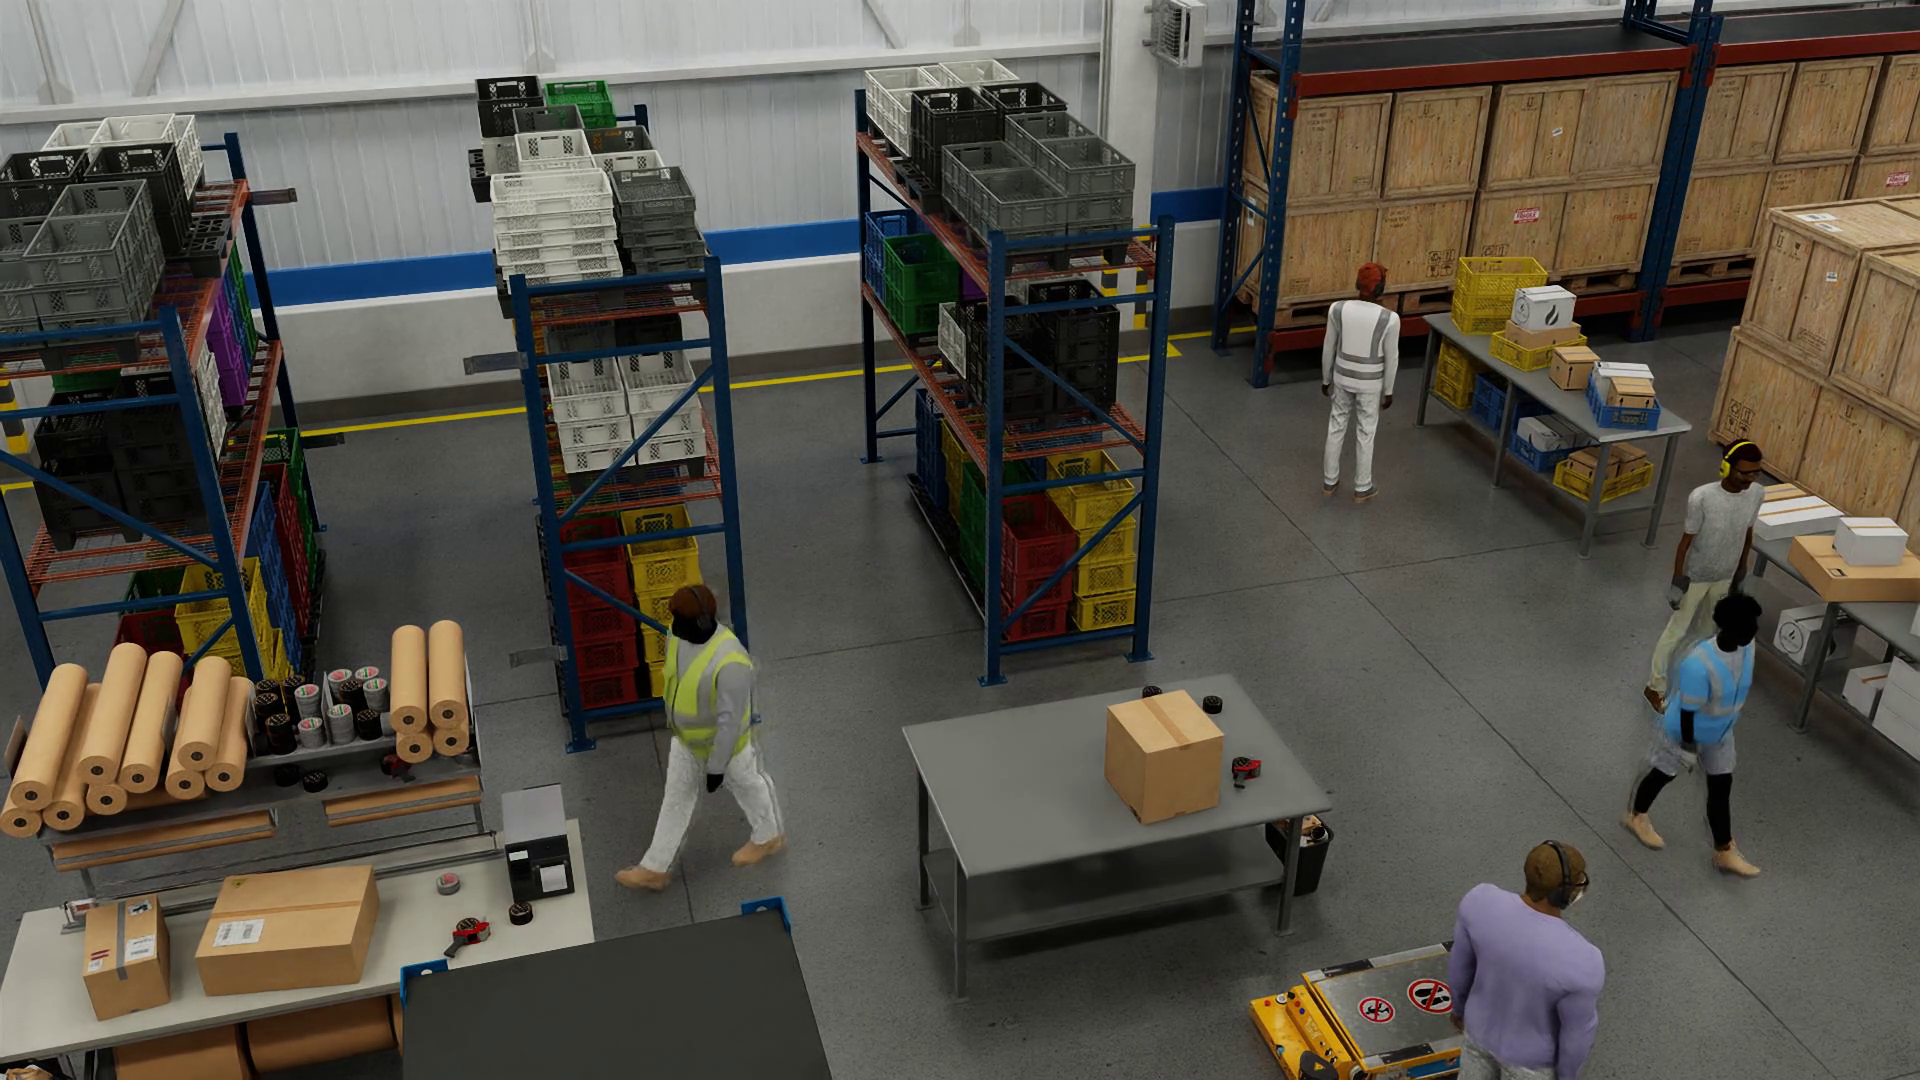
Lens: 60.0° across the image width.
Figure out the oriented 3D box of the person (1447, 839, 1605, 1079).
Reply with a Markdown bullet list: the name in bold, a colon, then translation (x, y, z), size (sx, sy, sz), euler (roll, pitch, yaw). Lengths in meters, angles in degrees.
- **person**: translation (2.241, 2.019, 6.744), size (0.377, 1.937, 0.629), euler (-21, 35, -34)

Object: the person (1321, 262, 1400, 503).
- **person**: translation (3.025, -1.192, 12.640), size (0.574, 1.883, 0.360), euler (18, 34, 29)

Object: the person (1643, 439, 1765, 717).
- **person**: translation (4.536, 0.230, 10.082), size (0.516, 1.858, 0.316), euler (-6, 29, -11)

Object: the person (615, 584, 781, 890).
- **person**: translation (-1.379, 1.048, 8.654), size (0.954, 1.789, 0.638), euler (-24, 37, -37)

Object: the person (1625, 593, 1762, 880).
- **person**: translation (3.996, 1.046, 8.793), size (0.542, 1.658, 0.780), euler (-15, 32, -25)

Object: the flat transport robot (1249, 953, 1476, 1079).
- **flat transport robot**: translation (2.184, 2.282, 7.980), size (1.431, 0.197, 0.652), euler (-8, 30, -14)
